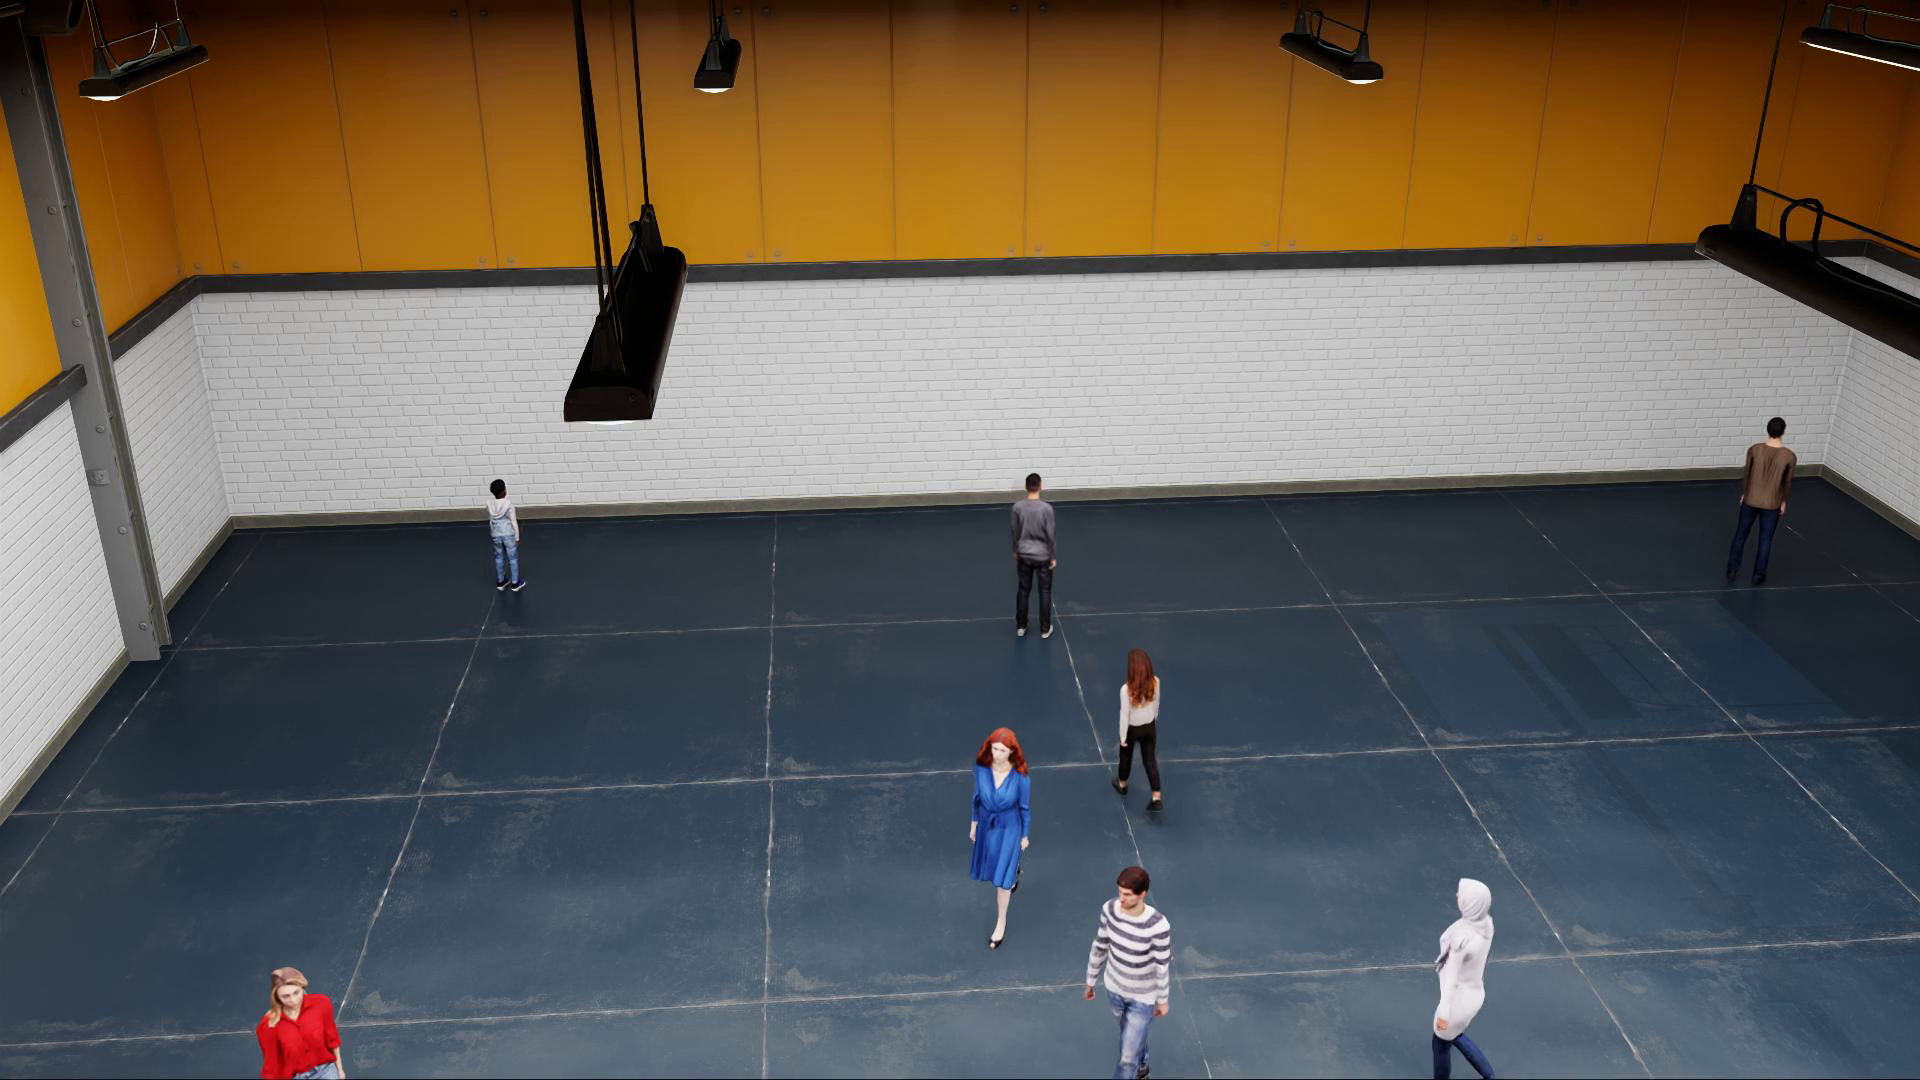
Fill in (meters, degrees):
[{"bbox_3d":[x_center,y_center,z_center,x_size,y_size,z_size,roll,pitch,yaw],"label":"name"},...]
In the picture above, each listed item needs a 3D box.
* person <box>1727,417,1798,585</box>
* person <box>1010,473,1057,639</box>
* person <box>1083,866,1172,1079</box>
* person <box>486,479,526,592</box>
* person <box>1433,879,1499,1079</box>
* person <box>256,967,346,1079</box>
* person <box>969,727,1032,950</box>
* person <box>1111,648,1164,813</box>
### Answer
[{"bbox_3d":[8.705,-0.430,18.040,0.744,1.887,0.782,15,28,30],"label":"person"},{"bbox_3d":[0.736,0.162,16.846,0.702,1.758,0.688,8,25,17],"label":"person"},{"bbox_3d":[1.151,2.838,10.656,1.105,1.814,1.143,19,30,37],"label":"person"},{"bbox_3d":[-4.947,-0.064,17.987,0.513,1.258,0.543,3,24,8],"label":"person"},{"bbox_3d":[3.223,2.946,10.472,0.992,1.762,0.924,20,30,38],"label":"person"},{"bbox_3d":[-3.938,3.208,9.970,0.864,1.684,0.958,-17,29,-34],"label":"person"},{"bbox_3d":[0.330,2.136,12.261,0.878,1.813,0.991,12,26,25],"label":"person"},{"bbox_3d":[1.540,1.603,13.917,0.679,1.463,0.984,-8,25,-17],"label":"person"}]
